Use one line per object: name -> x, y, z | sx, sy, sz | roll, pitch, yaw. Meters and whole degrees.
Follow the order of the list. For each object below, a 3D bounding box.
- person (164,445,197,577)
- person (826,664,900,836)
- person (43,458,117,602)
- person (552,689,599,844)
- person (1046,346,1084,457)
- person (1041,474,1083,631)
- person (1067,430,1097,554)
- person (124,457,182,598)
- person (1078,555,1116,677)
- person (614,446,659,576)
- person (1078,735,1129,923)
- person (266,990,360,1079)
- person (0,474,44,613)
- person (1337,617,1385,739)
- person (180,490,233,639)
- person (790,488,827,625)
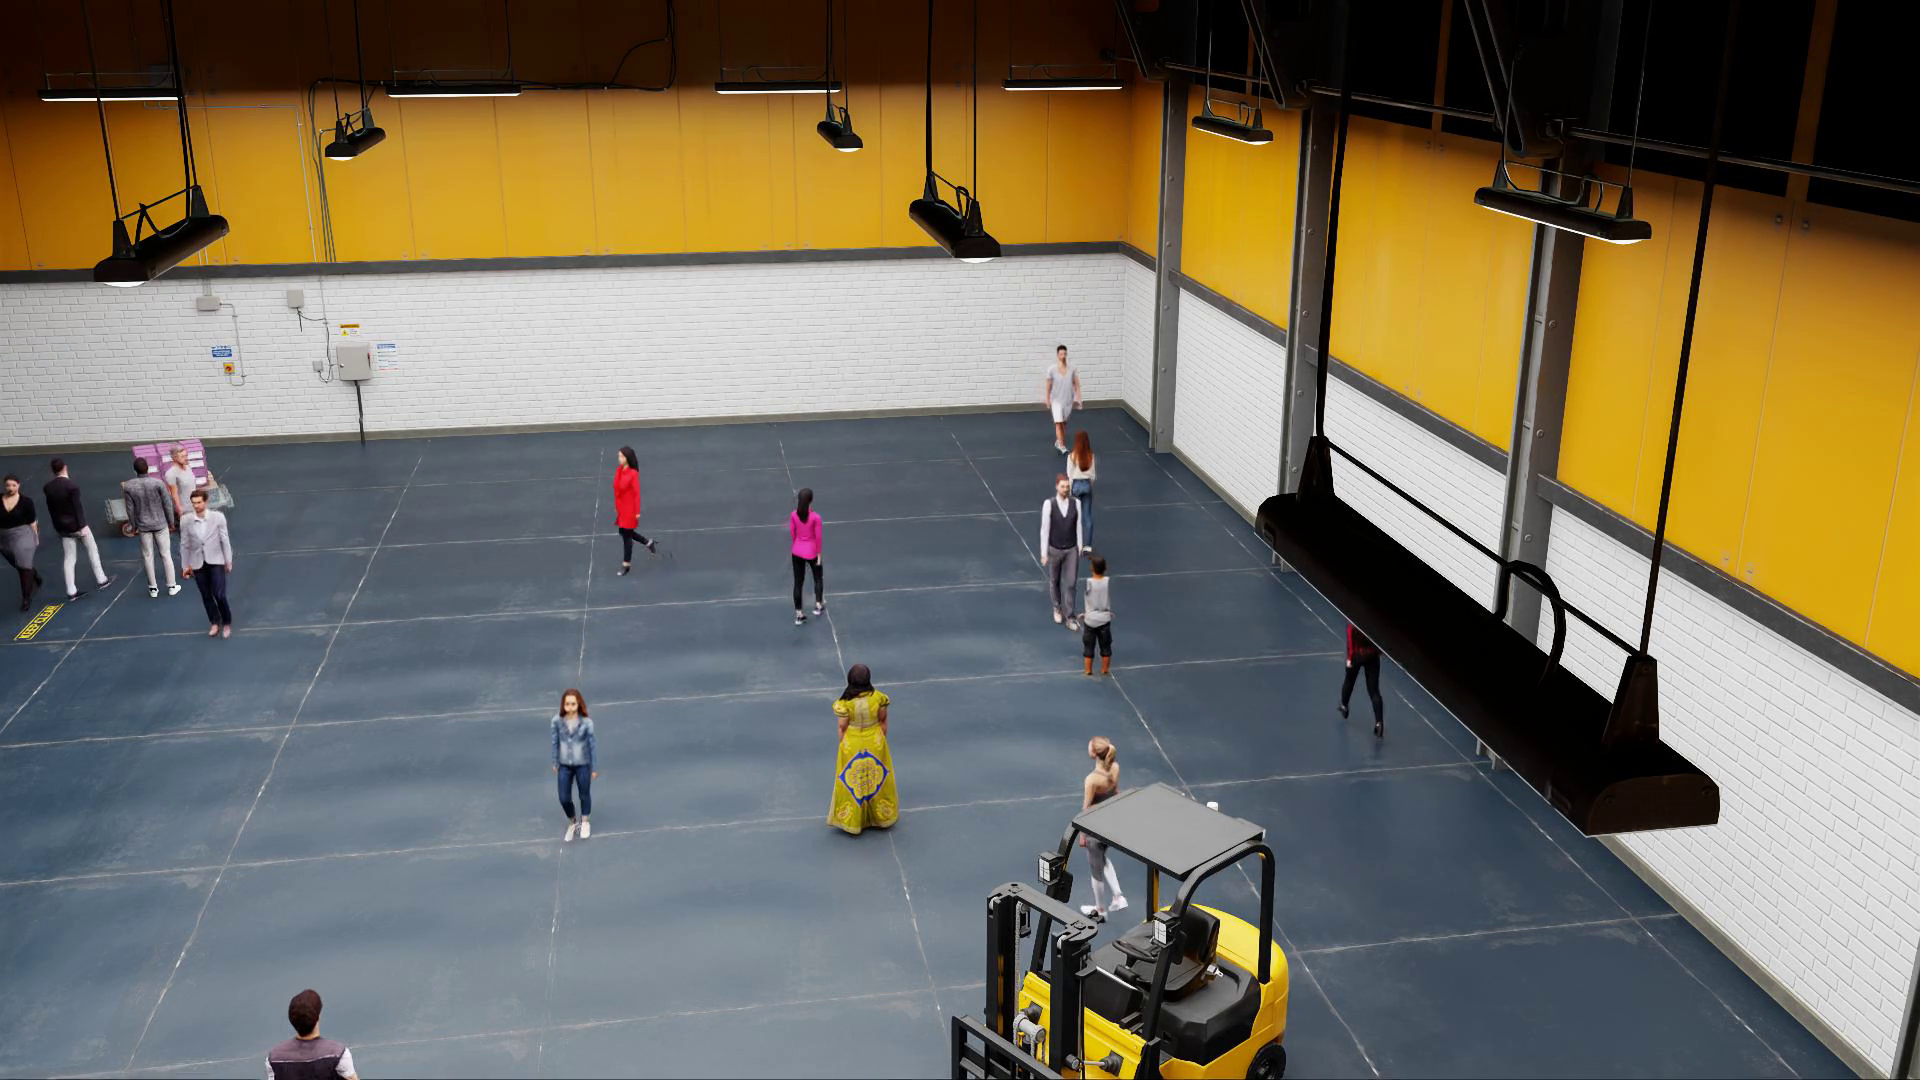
person -> -10.276, -0.380, 21.876 | 0.833, 1.805, 0.681 | 1, 19, 3
person -> -0.899, 1.911, 15.301 | 0.889, 1.660, 0.815 | -6, 20, -17
person -> -11.342, -0.103, 21.062 | 0.945, 1.799, 1.117 | 5, 19, 14
person -> -3.512, 2.028, 15.256 | 0.623, 1.466, 0.603 | 0, 19, 0
person -> 1.682, -2.327, 27.657 | 0.760, 1.805, 1.172 | -5, 19, -14
person -> 1.227, 0.089, 20.310 | 0.713, 1.916, 1.008 | -3, 19, -8
person -> 1.689, -0.636, 22.824 | 0.619, 1.685, 1.116 | -4, 19, -13
person -> -10.318, -0.179, 21.228 | 0.701, 1.837, 0.578 | -5, 19, -15
person -> 1.568, 0.828, 18.843 | 0.576, 1.451, 0.489 | -2, 19, -6
person -> -4.346, -0.407, 22.070 | 0.959, 1.732, 0.963 | -17, 25, -42
person -> 1.236, 2.413, 13.751 | 0.734, 1.697, 0.797 | -17, 25, -41
person -> -3.883, 3.608, 10.007 | 0.755, 1.822, 1.030 | -2, 19, -5
person -> -11.817, -0.003, 20.890 | 0.653, 1.720, 1.072 | -2, 19, -6
person -> 4.243, 1.280, 17.277 | 0.614, 1.593, 1.111 | -4, 19, -12
person -> -8.995, 0.253, 19.954 | 0.694, 1.832, 0.668 | -2, 19, -5
person -> -1.913, 0.218, 20.298 | 0.785, 1.679, 0.936 | 4, 19, 11
